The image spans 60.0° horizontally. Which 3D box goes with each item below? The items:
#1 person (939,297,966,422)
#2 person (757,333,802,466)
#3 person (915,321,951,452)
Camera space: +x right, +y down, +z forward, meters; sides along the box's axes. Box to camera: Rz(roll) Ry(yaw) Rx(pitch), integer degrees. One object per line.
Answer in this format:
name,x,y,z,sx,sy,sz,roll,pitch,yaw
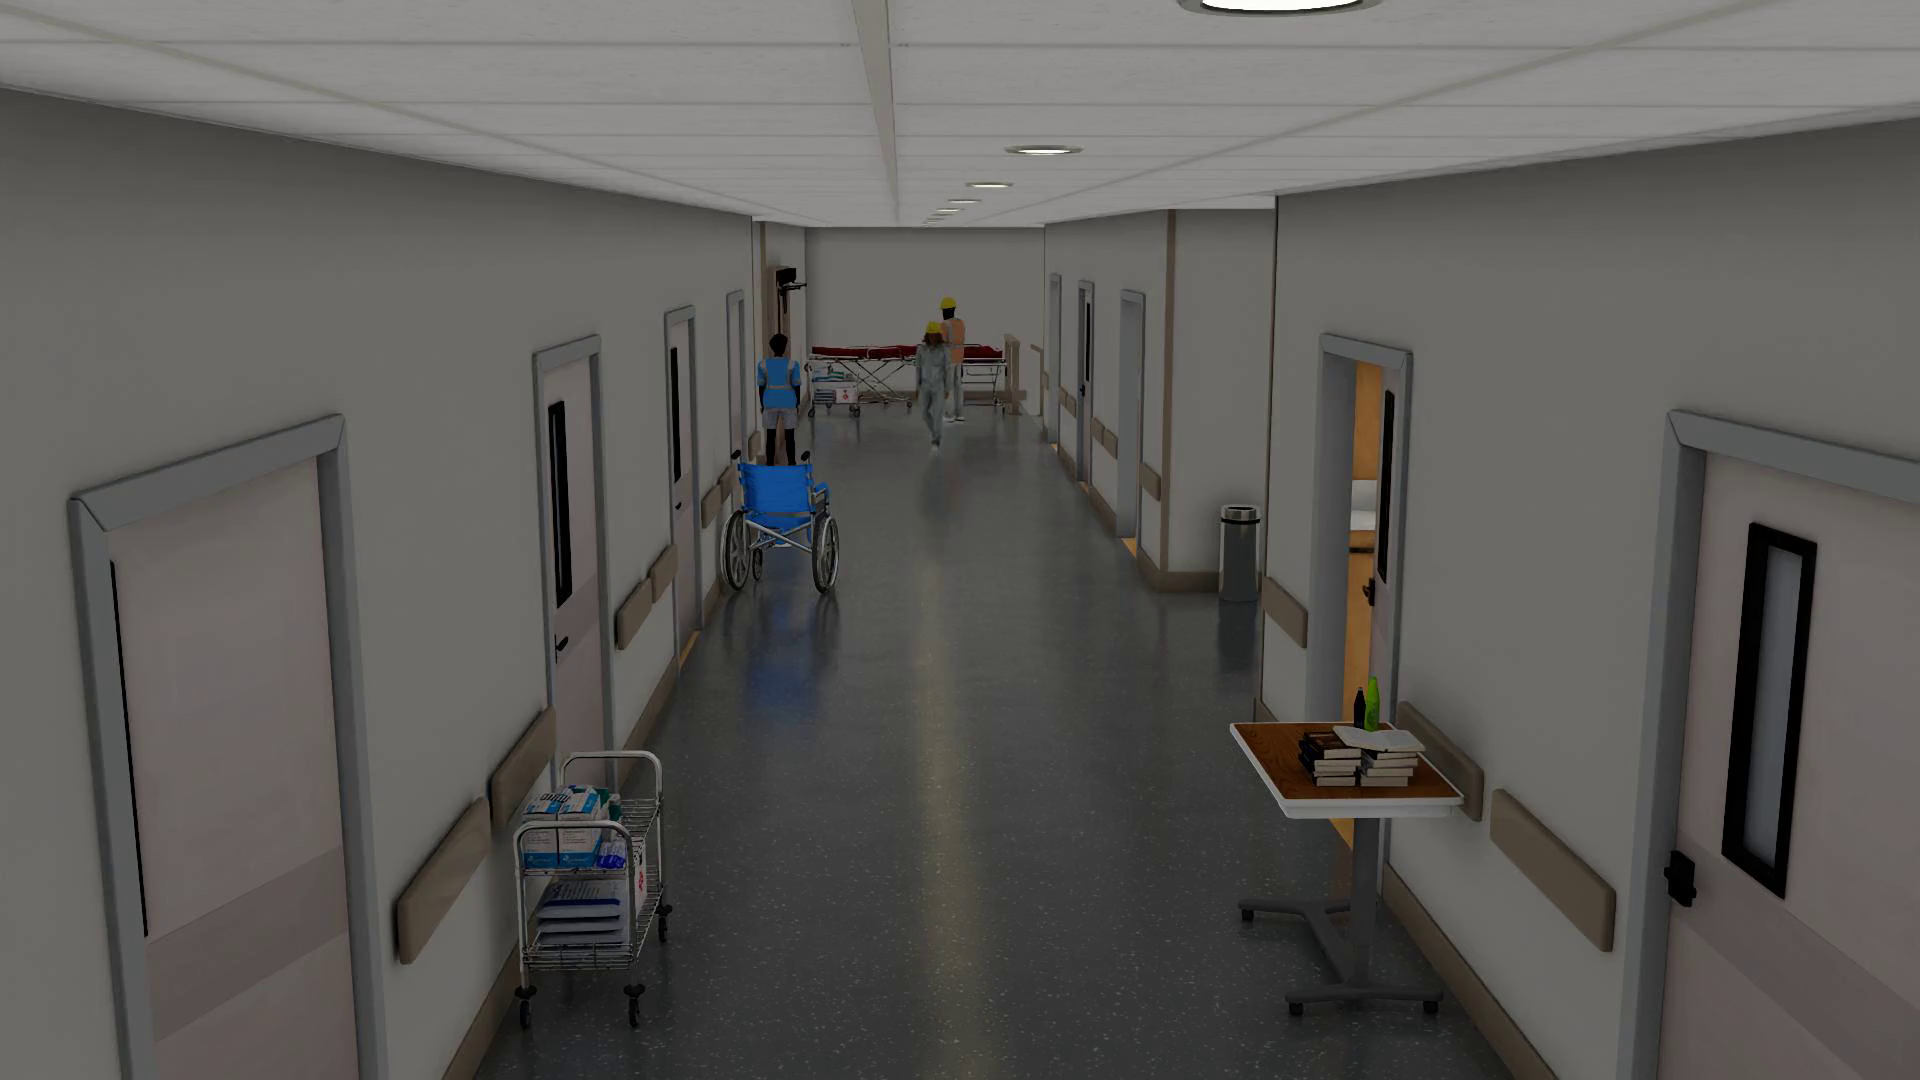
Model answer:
person,-0.151,-2.775,25.663,0.398,1.920,0.586,7,12,35
person,-2.129,-1.590,19.677,0.535,1.697,0.318,1,10,3
person,-0.337,-2.044,22.094,0.496,1.729,0.526,3,11,17
